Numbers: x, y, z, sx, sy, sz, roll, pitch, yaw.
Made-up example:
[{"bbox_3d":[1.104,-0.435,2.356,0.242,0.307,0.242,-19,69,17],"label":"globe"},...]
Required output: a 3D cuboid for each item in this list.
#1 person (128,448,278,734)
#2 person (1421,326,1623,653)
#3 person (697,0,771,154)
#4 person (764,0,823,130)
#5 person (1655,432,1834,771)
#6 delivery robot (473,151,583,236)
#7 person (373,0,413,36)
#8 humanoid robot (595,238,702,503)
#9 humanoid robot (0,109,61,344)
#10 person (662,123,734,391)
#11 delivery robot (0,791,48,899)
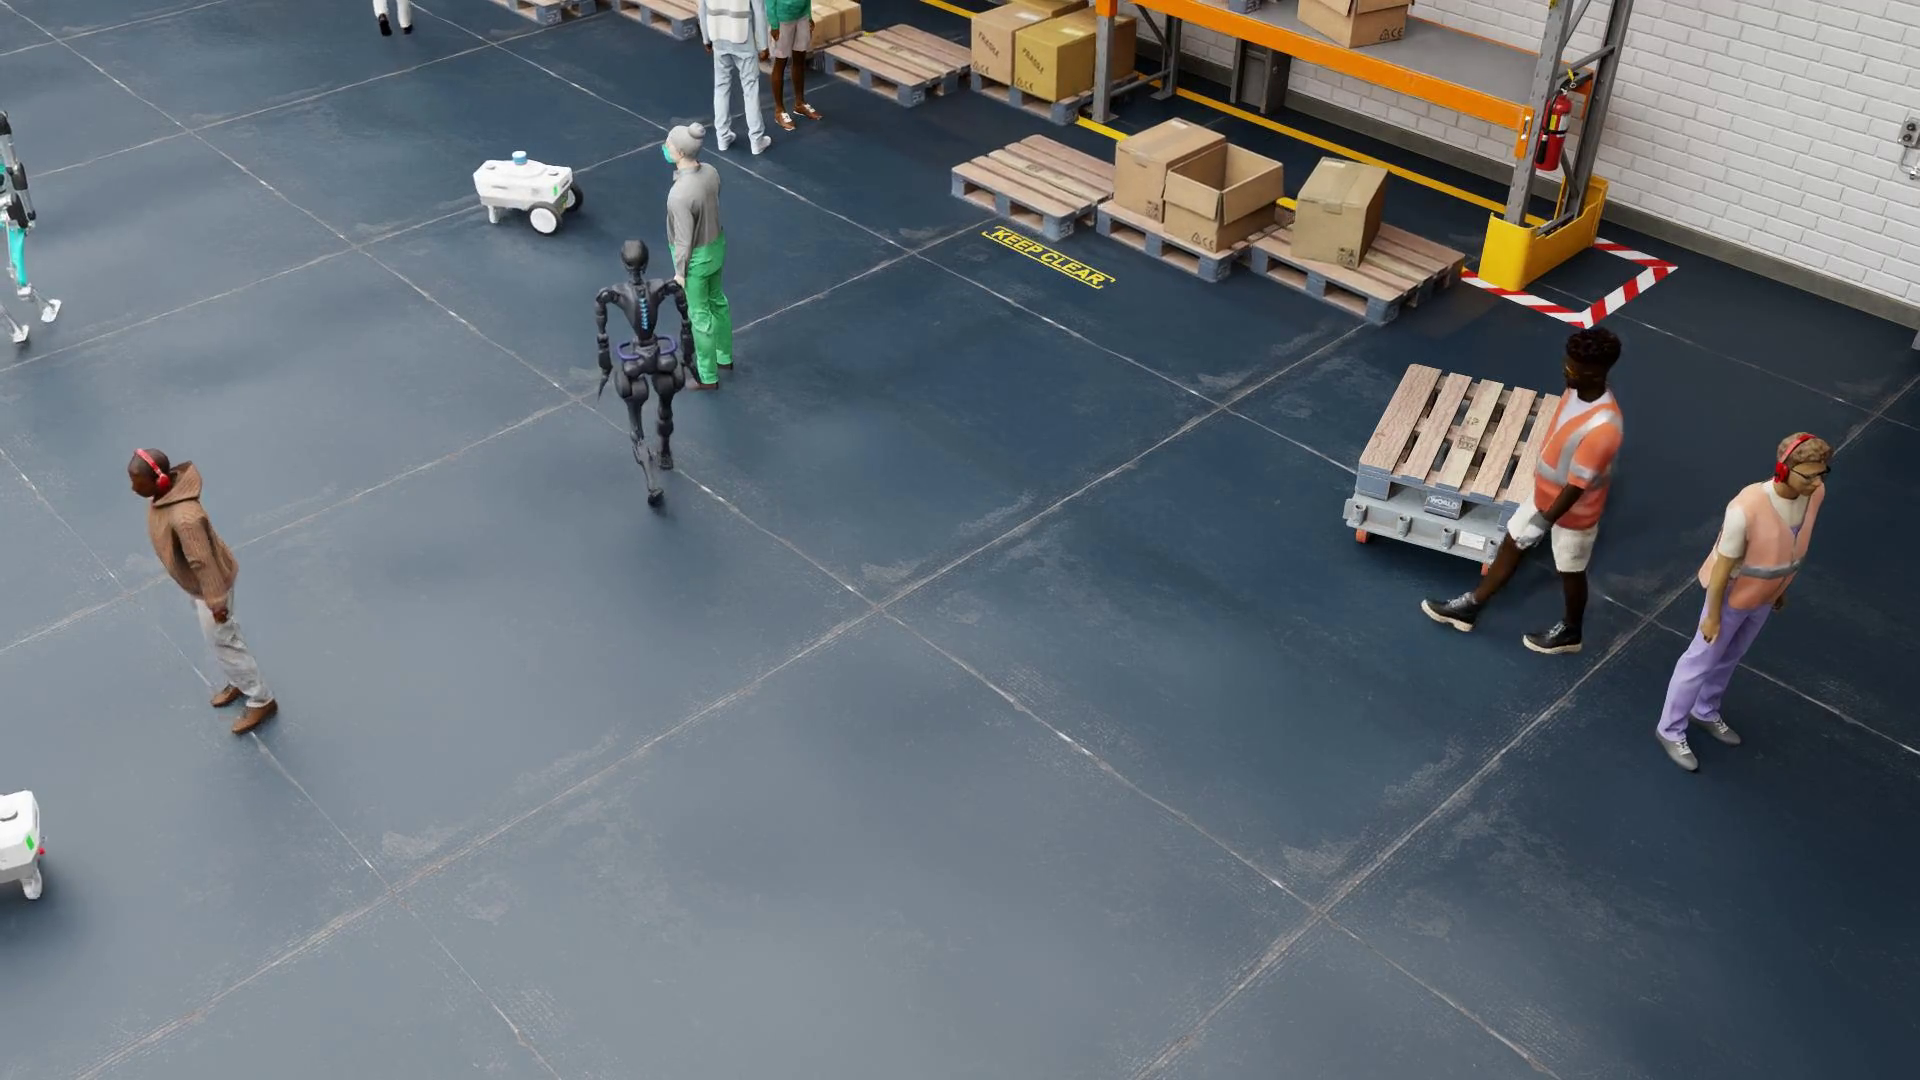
[{"bbox_3d":[-3.696,0.206,8.115,0.325,1.645,0.552,-27,45,-31],"label":"person"},{"bbox_3d":[2.947,-0.209,8.431,0.865,1.930,0.613,1,37,1],"label":"person"},{"bbox_3d":[-1.854,-4.106,13.613,0.588,1.909,0.378,10,38,13],"label":"person"},{"bbox_3d":[-1.453,-4.441,14.104,0.397,1.849,0.491,30,46,33],"label":"person"},{"bbox_3d":[3.707,0.263,7.879,0.563,1.843,0.394,-19,41,-23],"label":"person"},{"bbox_3d":[-3.352,-2.717,12.879,0.750,0.579,0.499,7,38,9],"label":"delivery robot"},{"bbox_3d":[-5.469,-5.640,15.762,0.542,1.768,0.536,-6,37,-8],"label":"person"},{"bbox_3d":[-1.819,-1.008,9.731,0.609,1.645,0.676,-12,39,-15],"label":"humanoid robot"},{"bbox_3d":[-6.469,-2.098,11.105,0.545,1.774,0.905,-10,38,-13],"label":"humanoid robot"},{"bbox_3d":[-1.688,-1.814,10.641,0.341,1.831,0.511,12,39,15],"label":"person"},{"bbox_3d":[-4.510,1.422,7.425,0.781,0.610,0.524,-15,40,-19],"label":"delivery robot"}]
